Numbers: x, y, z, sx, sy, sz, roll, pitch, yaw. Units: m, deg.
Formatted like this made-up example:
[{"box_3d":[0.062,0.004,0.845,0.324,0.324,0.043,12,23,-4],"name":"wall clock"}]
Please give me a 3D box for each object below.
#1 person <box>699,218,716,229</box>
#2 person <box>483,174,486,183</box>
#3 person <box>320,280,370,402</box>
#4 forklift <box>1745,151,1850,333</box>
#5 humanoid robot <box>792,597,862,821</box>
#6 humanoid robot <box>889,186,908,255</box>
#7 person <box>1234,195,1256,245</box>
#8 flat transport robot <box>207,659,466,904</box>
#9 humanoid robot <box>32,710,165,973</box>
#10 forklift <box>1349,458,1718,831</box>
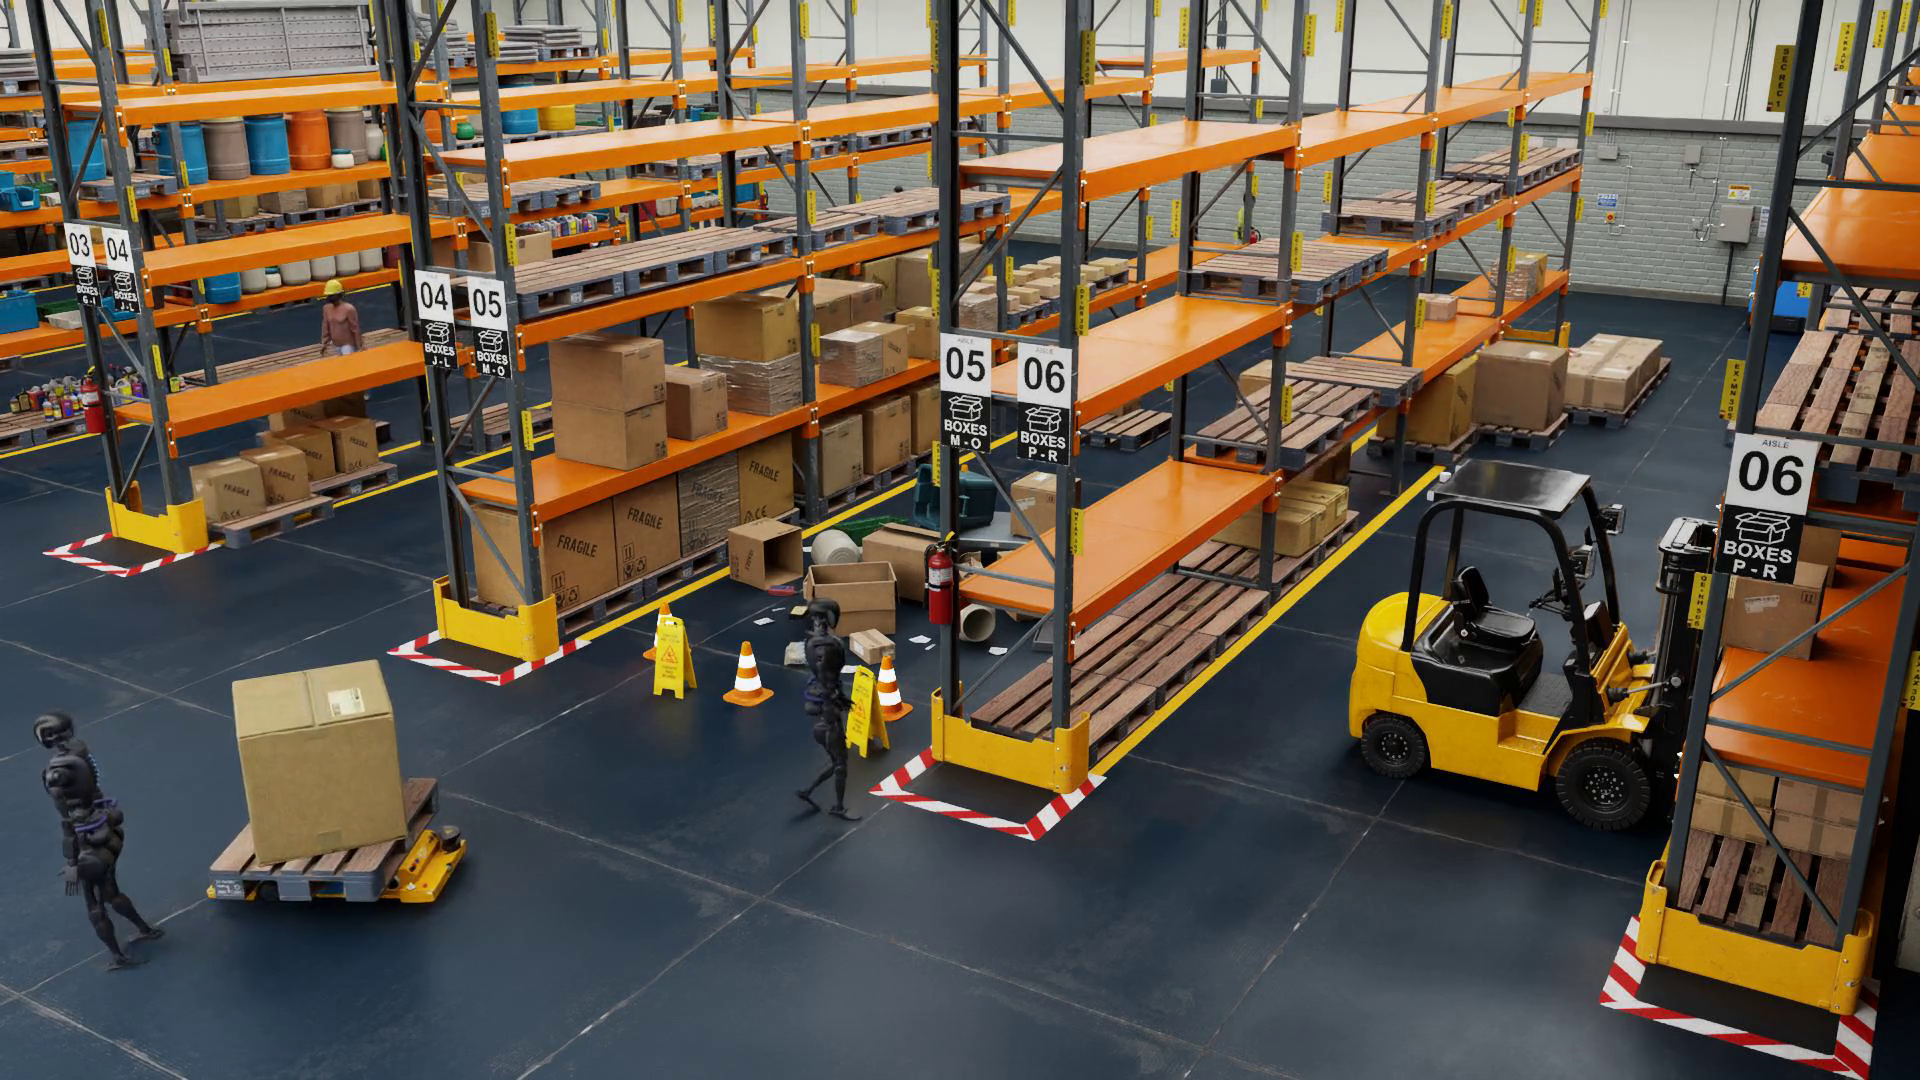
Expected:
[{"box_3d":[-5.307,-7.017,34.733,0.488,1.688,0.350,-6,20,-16],"name":"person"},{"box_3d":[-10.328,-7.761,36.727,0.336,1.794,0.508,5,20,13],"name":"person"},{"box_3d":[-8.101,-2.538,21.735,0.552,1.713,0.921,8,21,23],"name":"person"},{"box_3d":[13.620,-4.667,26.137,1.873,2.768,1.129,11,22,29],"name":"forklift"},{"box_3d":[-0.913,1.133,11.218,0.493,1.639,0.598,0,19,1],"name":"humanoid robot"},{"box_3d":[-1.159,-5.893,31.559,0.611,1.617,0.781,-11,22,-30],"name":"humanoid robot"},{"box_3d":[5.191,-5.529,30.452,0.413,1.670,0.544,13,23,33],"name":"person"},{"box_3d":[-3.973,2.072,10.622,1.431,0.231,0.659,0,19,1],"name":"flat transport robot"},{"box_3d":[-4.938,1.714,9.537,0.433,1.647,0.611,-3,19,-9],"name":"humanoid robot"},{"box_3d":[3.988,0.658,11.776,2.313,2.155,1.214,11,22,29],"name":"forklift"}]
